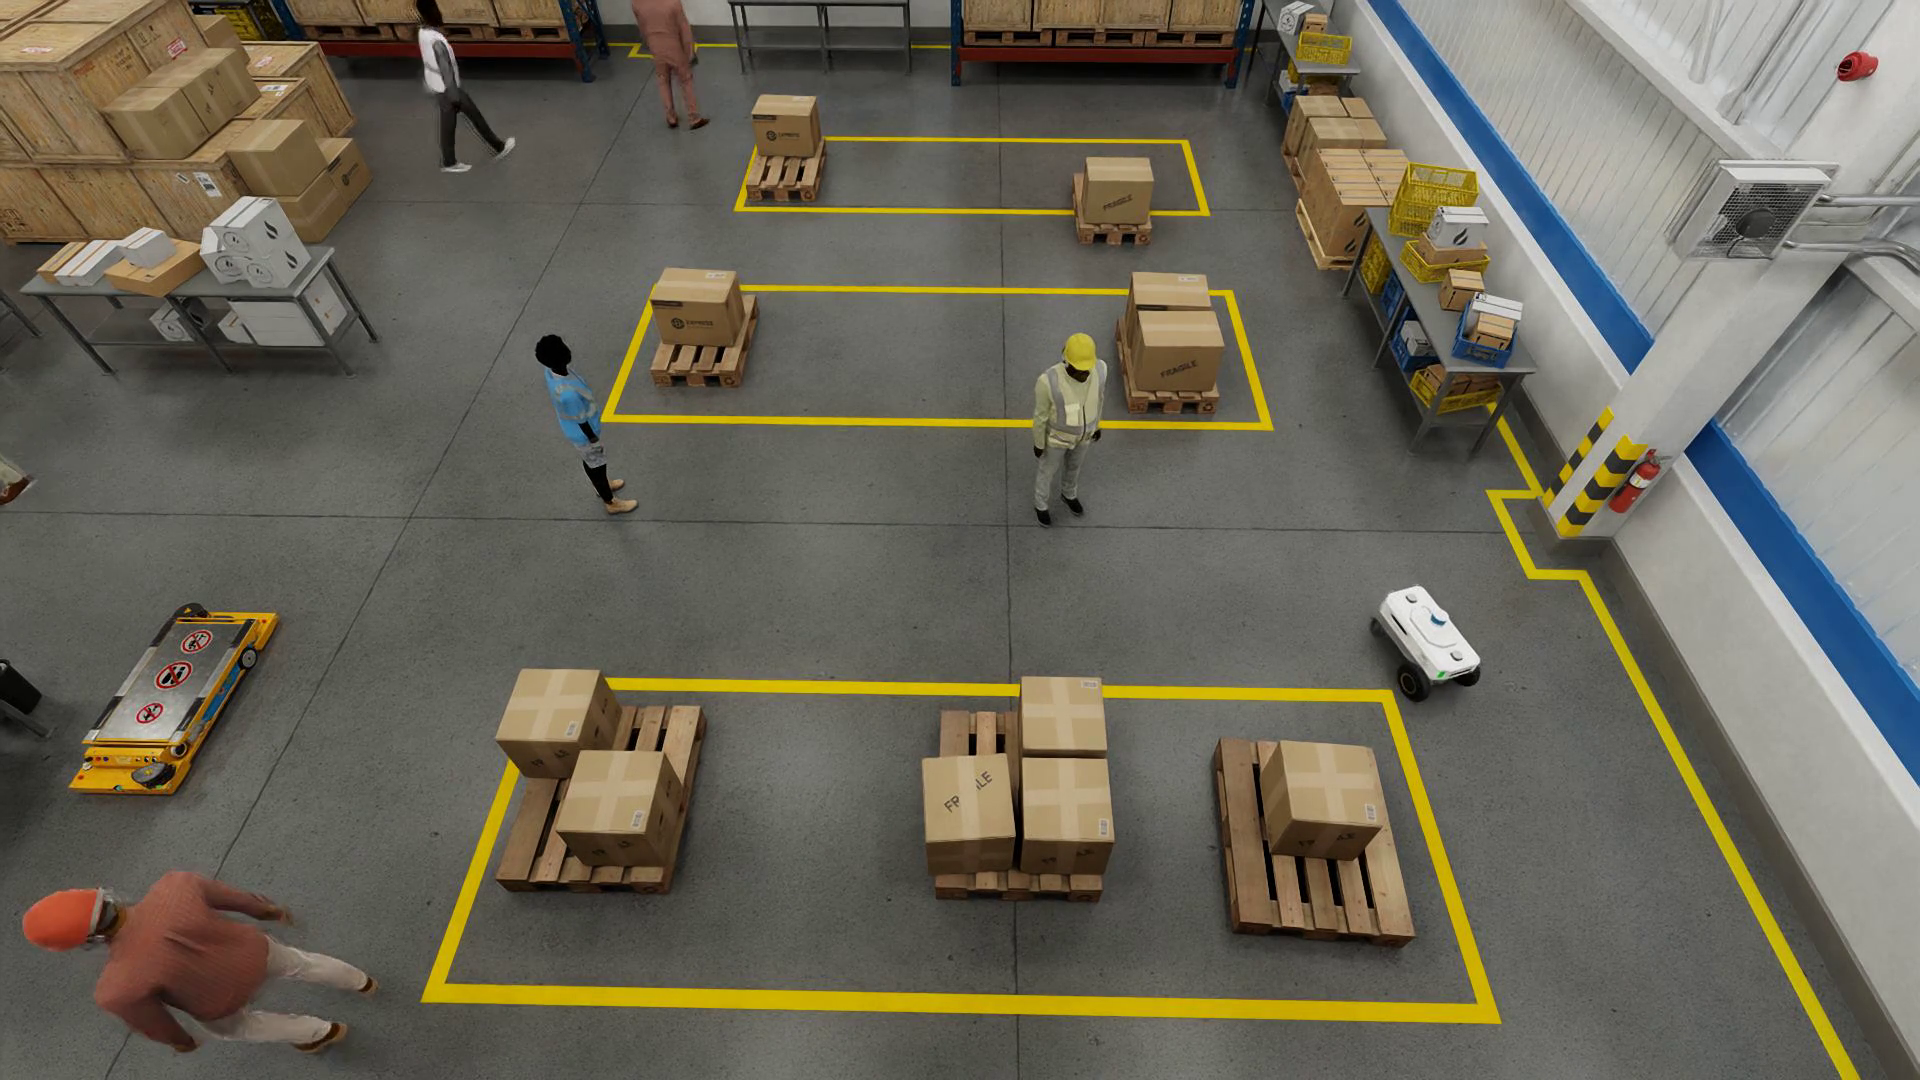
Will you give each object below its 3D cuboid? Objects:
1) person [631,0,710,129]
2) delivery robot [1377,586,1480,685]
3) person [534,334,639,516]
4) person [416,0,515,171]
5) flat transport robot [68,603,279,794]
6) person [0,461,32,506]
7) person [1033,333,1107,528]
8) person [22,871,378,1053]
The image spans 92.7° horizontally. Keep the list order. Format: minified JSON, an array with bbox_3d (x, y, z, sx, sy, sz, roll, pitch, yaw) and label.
[{"bbox_3d":[-3.650,-6.156,11.522,0.700,1.889,0.398,5,50,5],"label":"person"},{"bbox_3d":[3.335,0.674,6.535,0.477,0.478,0.707,-14,51,-11],"label":"delivery robot"},{"bbox_3d":[-2.938,-0.887,7.169,0.317,1.700,0.538,-27,55,-21],"label":"person"},{"bbox_3d":[-6.040,-5.360,10.851,0.949,1.864,0.610,-37,59,-27],"label":"person"},{"bbox_3d":[-5.504,1.072,6.442,0.652,0.197,1.431,1,50,1],"label":"flat transport robot"},{"bbox_3d":[-8.193,-0.814,7.018,0.521,1.838,0.850,16,52,13],"label":"person"},{"bbox_3d":[0.838,-0.832,7.037,0.601,1.830,0.403,-19,52,-16],"label":"person"},{"bbox_3d":[-3.608,2.105,4.477,0.544,1.948,0.694,-1,50,0],"label":"person"}]
